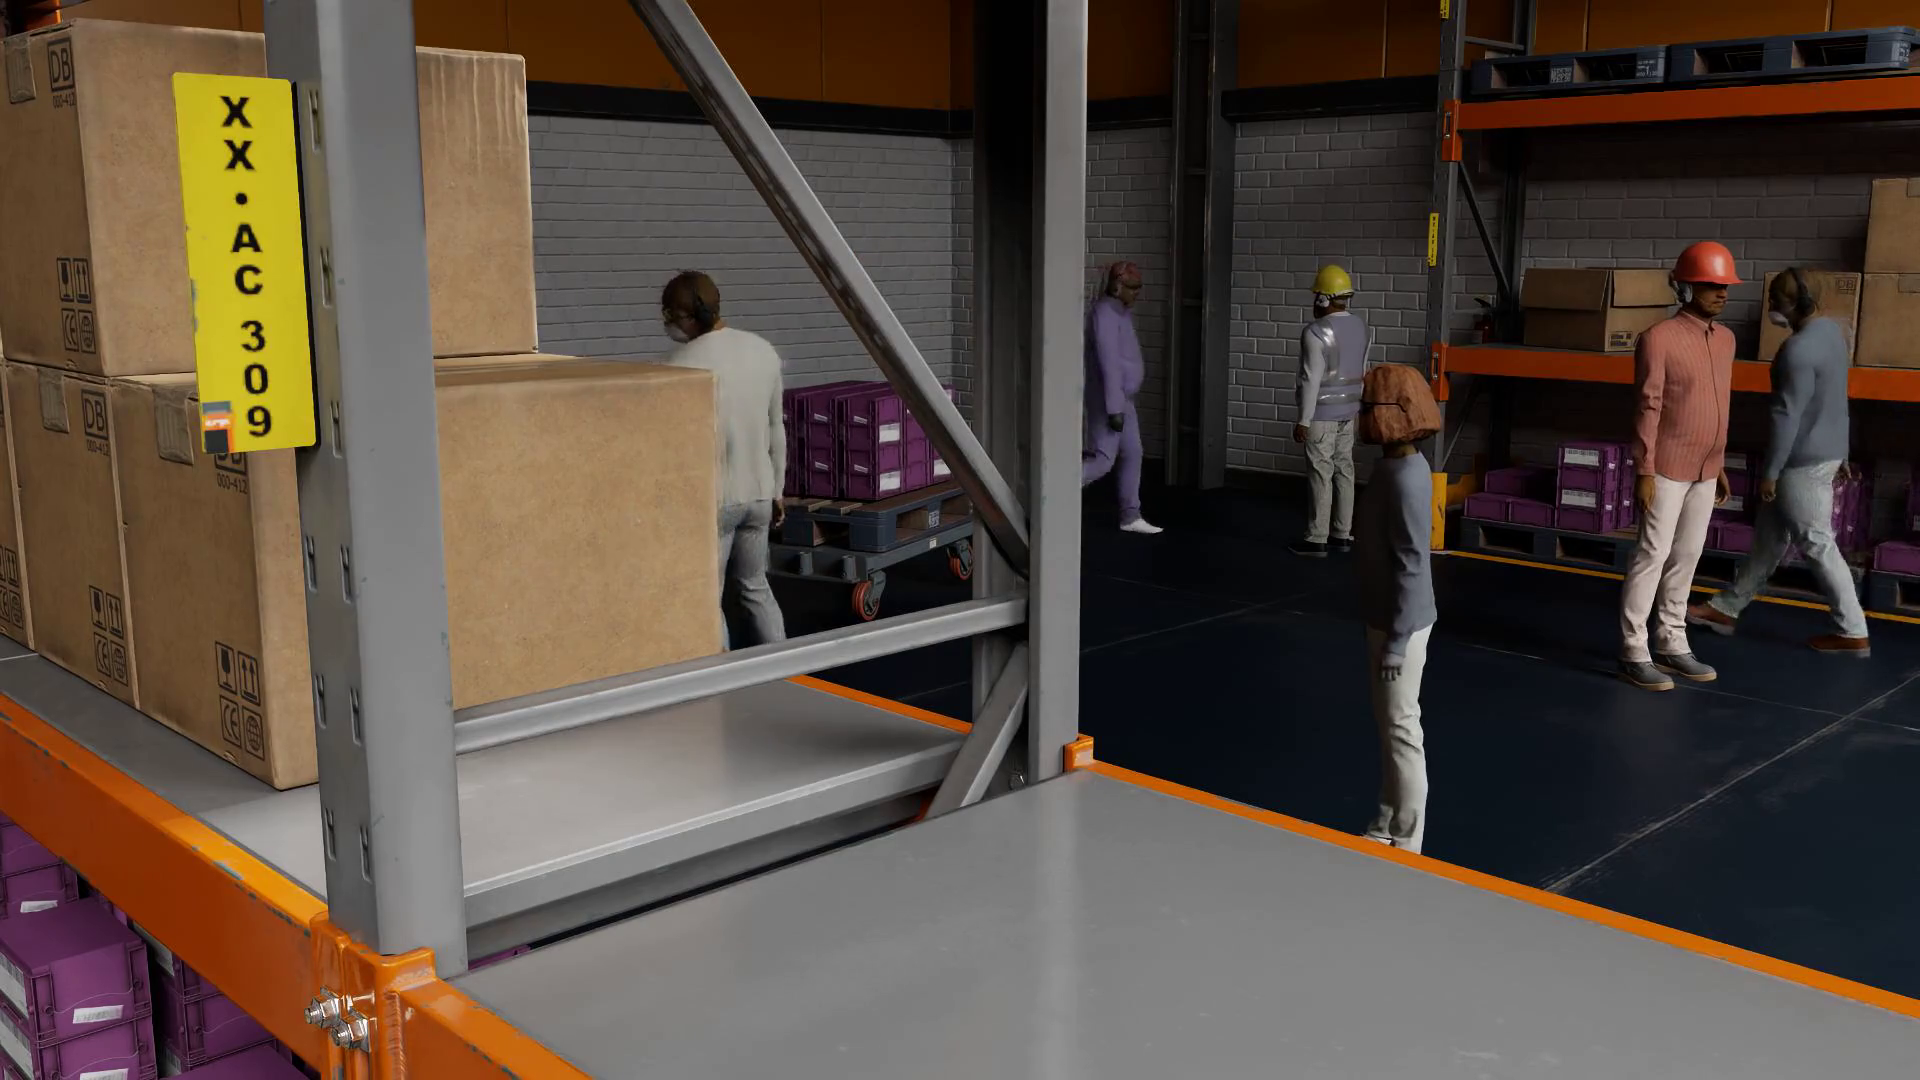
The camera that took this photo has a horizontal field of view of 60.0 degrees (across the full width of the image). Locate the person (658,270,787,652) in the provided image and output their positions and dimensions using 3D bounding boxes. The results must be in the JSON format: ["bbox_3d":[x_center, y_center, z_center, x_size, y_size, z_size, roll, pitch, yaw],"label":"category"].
[{"bbox_3d":[-0.963,-0.140,6.749,0.413,1.887,0.691,9,14,41],"label":"person"}]

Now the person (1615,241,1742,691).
[{"bbox_3d":[3.245,-0.326,7.445,0.623,1.992,0.396,-6,12,-31],"label":"person"}]

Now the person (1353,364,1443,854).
[{"bbox_3d":[1.331,0.271,5.173,0.284,1.634,0.498,2,11,9],"label":"person"}]

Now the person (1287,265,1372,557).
[{"bbox_3d":[2.322,-0.811,10.524,0.590,1.837,0.404,-9,14,-41],"label":"person"}]

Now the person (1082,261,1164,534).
[{"bbox_3d":[0.925,-0.934,11.154,0.797,1.858,0.654,3,11,14],"label":"person"}]

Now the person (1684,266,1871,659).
[{"bbox_3d":[4.047,-0.383,8.092,0.944,1.870,0.706,8,13,38],"label":"person"}]
